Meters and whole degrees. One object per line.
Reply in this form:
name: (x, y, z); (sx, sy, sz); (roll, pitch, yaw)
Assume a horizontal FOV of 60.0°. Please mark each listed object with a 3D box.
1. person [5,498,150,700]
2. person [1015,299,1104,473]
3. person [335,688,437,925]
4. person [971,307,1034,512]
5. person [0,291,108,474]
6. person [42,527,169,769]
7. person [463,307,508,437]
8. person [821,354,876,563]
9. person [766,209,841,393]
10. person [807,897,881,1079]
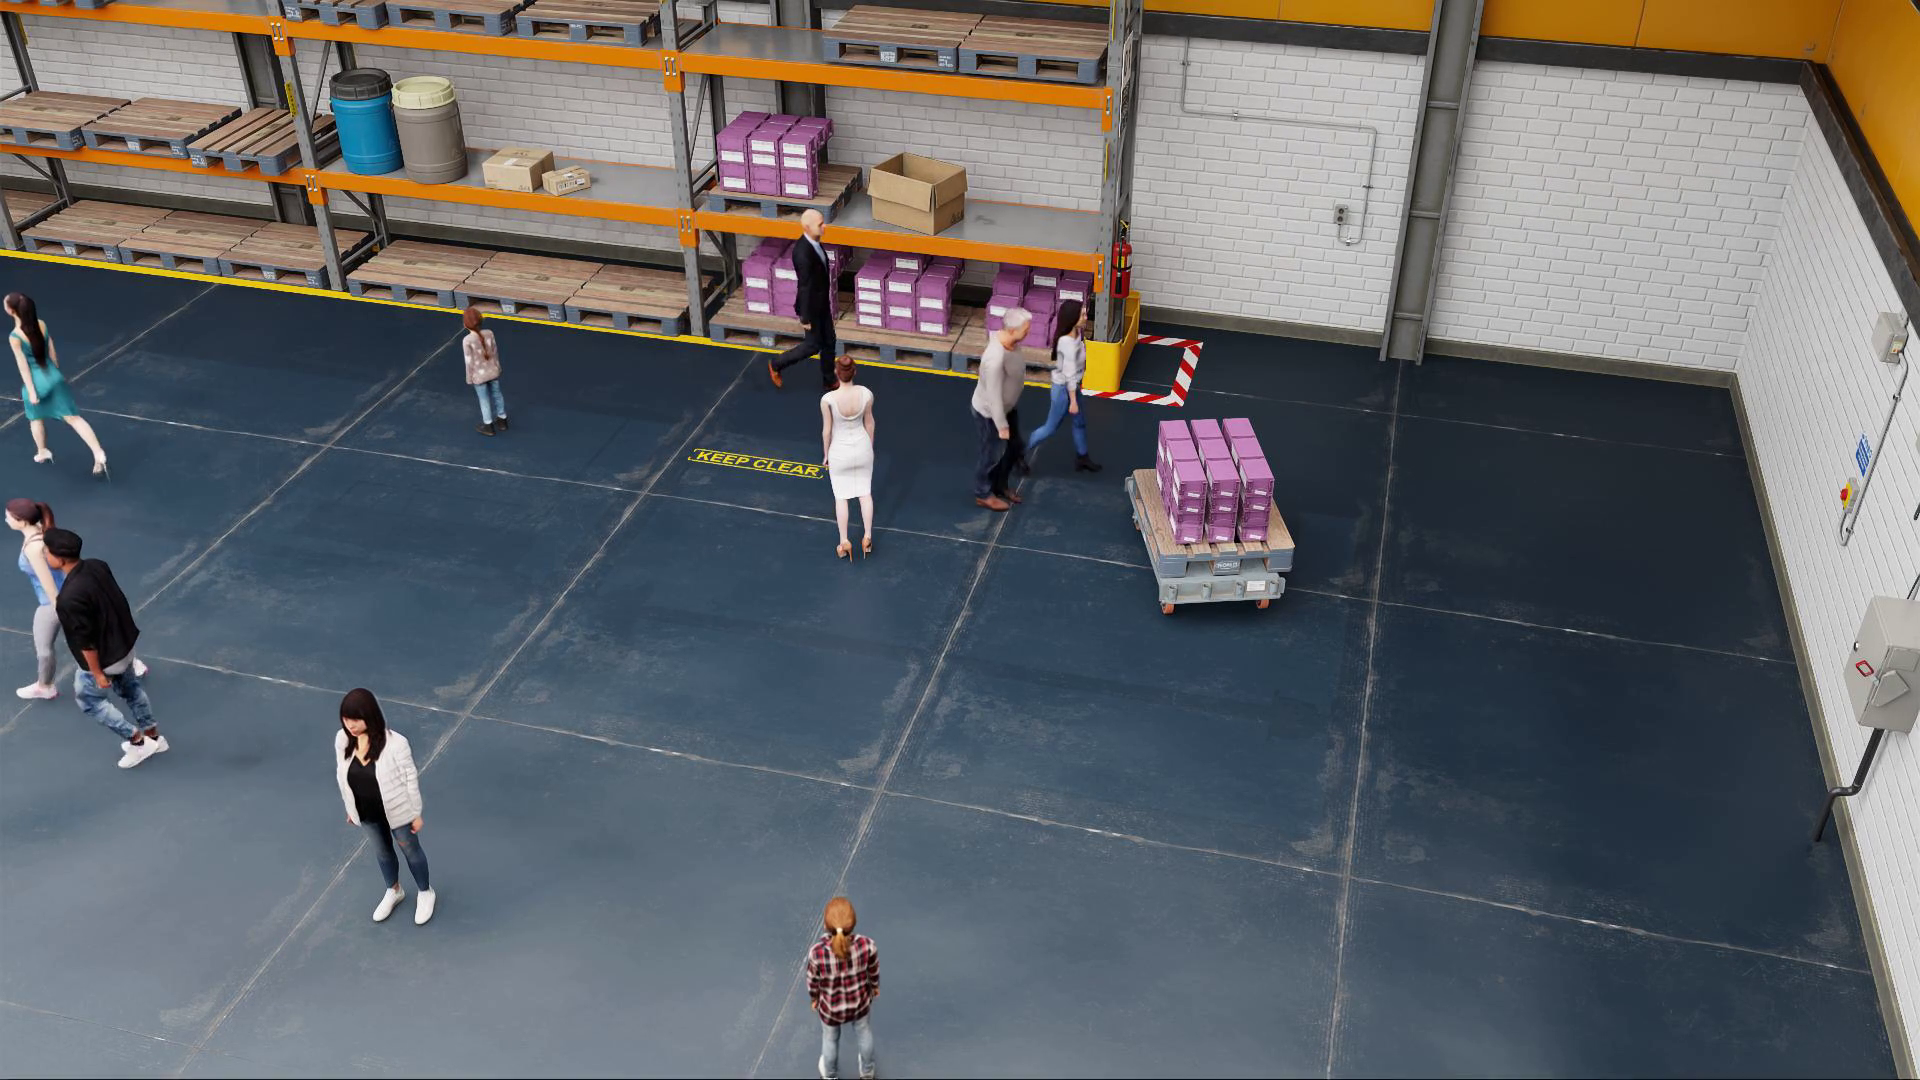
person: (-6.051, 0.388, 11.313); (1.134, 1.574, 0.860); (-6, 34, -8)
person: (0.777, -1.224, 13.716); (1.101, 1.599, 0.771); (2, 34, 4)
person: (-3.307, 1.516, 9.559); (0.531, 1.638, 0.707); (3, 34, 5)
person: (0.209, -1.032, 13.191); (0.767, 1.861, 0.805); (10, 35, 15)
person: (-7.467, -1.247, 13.709); (1.072, 1.645, 0.656); (12, 36, 18)
person: (-5.394, 0.687, 10.666); (0.731, 1.792, 0.765); (0, 34, 0)
person: (-4.132, -1.467, 14.446); (0.553, 1.194, 0.589); (-28, 43, -35)
person: (-0.835, -0.628, 12.647); (0.572, 1.789, 0.686); (-9, 35, -14)
person: (-1.383, -2.109, 14.881); (1.054, 1.782, 0.737); (5, 34, 8)
person: (-0.596, 2.355, 8.596); (0.578, 1.305, 0.675); (-6, 34, -9)
